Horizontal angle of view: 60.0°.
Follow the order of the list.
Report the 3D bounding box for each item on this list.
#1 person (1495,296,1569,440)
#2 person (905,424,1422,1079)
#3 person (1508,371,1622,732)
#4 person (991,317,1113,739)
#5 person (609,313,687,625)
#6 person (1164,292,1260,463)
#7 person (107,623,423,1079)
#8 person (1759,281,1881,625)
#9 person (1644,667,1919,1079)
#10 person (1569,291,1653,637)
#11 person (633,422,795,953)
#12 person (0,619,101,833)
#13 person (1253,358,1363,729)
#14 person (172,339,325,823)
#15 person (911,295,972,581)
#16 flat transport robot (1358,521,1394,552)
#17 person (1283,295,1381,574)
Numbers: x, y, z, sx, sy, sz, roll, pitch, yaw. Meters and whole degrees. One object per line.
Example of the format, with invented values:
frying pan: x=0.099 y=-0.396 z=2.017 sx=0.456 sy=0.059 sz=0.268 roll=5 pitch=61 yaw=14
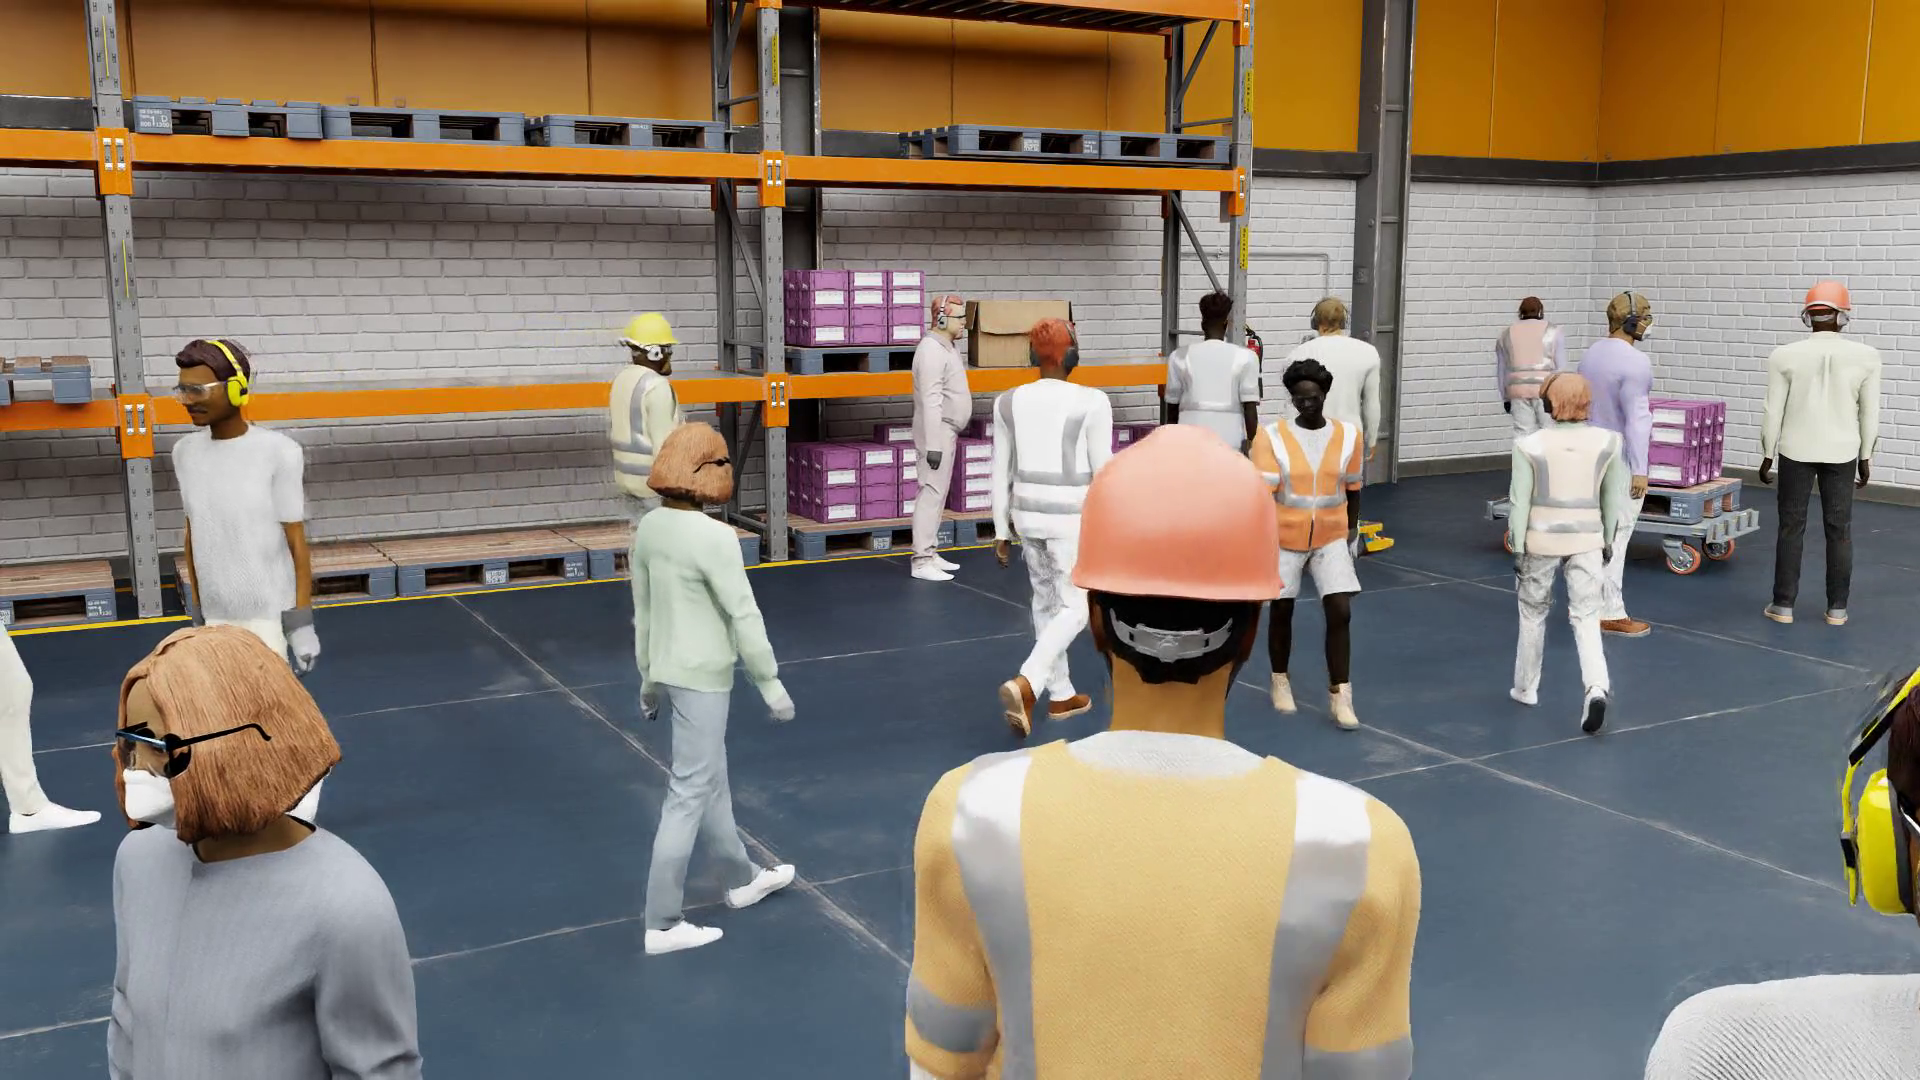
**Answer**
person: x=5.230 y=-1.311 z=15.206 sx=0.683 sy=1.807 sz=0.481 roll=5 pitch=11 yaw=30
person: x=0.192 y=0.838 z=1.778 sx=0.554 sy=1.912 sz=0.790 roll=2 pitch=9 yaw=11
person: x=2.755 y=0.037 z=7.562 sx=0.514 sy=1.607 sz=0.768 roll=1 pitch=9 yaw=6
person: x=0.389 y=-0.053 z=7.363 sx=0.582 sy=1.863 sz=0.802 roll=6 pitch=11 yaw=33
person: x=-1.677 y=-0.323 z=9.101 sx=0.426 sy=1.821 sz=0.617 roll=-7 pitch=11 yaw=-35
person: x=1.637 y=-0.654 z=10.864 sx=0.616 sy=1.900 sz=1.035 roll=1 pitch=9 yaw=9
person: x=-0.911 y=0.911 z=2.163 sx=0.507 sy=1.632 sz=0.272 roll=5 pitch=11 yaw=27
person: x=4.977 y=-0.500 z=9.673 sx=0.612 sy=1.991 sz=0.391 roll=3 pitch=10 yaw=17
person: x=0.734 y=0.974 z=1.173 sx=0.514 sy=1.841 sz=0.711 roll=3 pitch=10 yaw=17
person: x=3.700 y=-0.430 z=9.406 sx=0.355 sy=1.938 sz=0.637 roll=-1 pitch=9 yaw=-7
person: x=-0.753 y=0.440 z=5.132 sx=0.571 sy=1.618 sz=0.508 roll=-7 pitch=12 yaw=-37
person: x=-3.586 y=0.210 z=5.835 sx=0.818 sy=1.847 sz=0.532 roll=-6 pitch=11 yaw=-32
person: x=1.571 y=0.019 z=7.509 sx=0.542 sy=1.661 sz=0.705 roll=0 pitch=9 yaw=-1
person: x=-2.344 y=0.244 z=5.597 sx=0.518 sy=1.848 sz=0.632 roll=2 pitch=10 yaw=12
person: x=-0.124 y=-0.678 z=11.088 sx=0.410 sy=1.894 sz=0.661 roll=1 pitch=9 yaw=6
flat transport robot: x=2.402 y=-0.011 z=11.926 sx=1.431 sy=0.197 sz=0.652 roll=-7 pitch=12 yaw=-37
person: x=2.417 y=-0.642 z=10.855 sx=0.636 sy=1.902 sz=0.995 roll=2 pitch=9 yaw=11
